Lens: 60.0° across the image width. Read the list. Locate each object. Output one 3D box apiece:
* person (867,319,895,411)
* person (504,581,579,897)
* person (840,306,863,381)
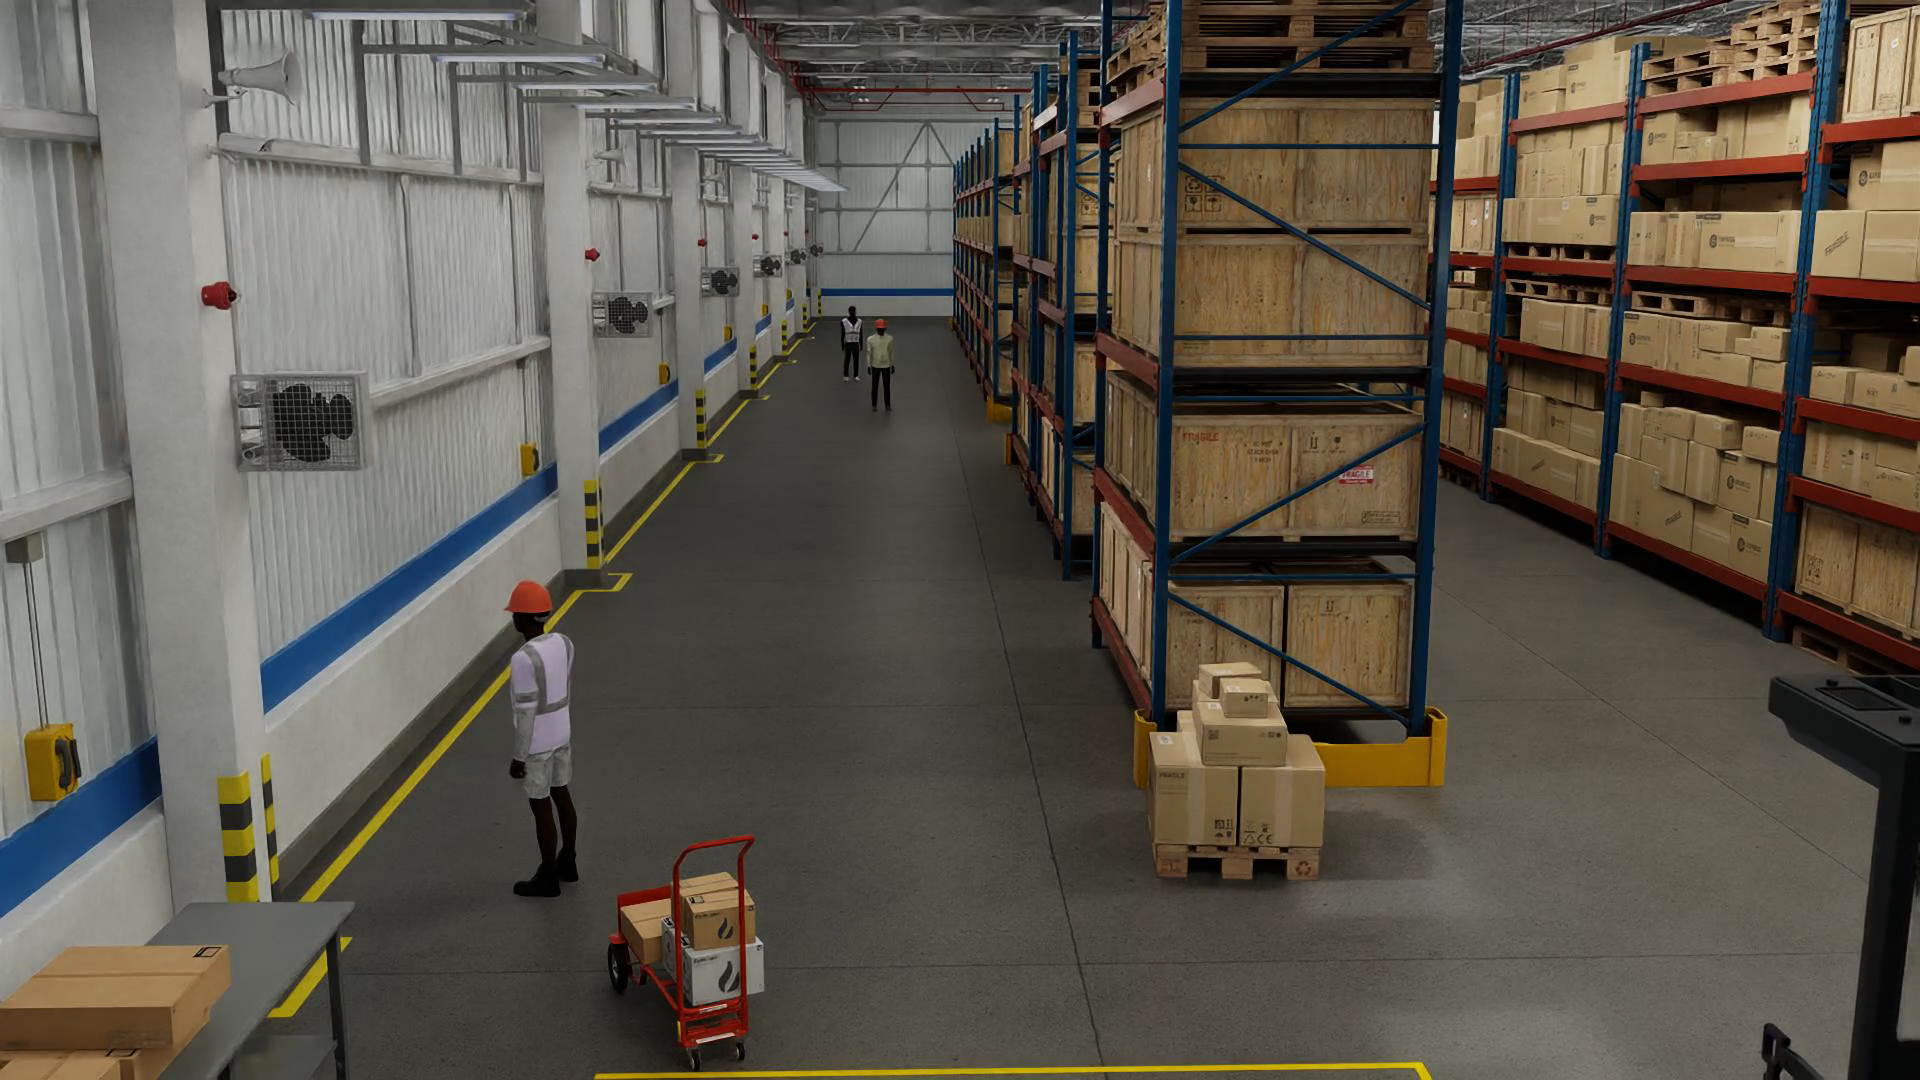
[{"bbox_3d":[-1.692,-3.750,35.702,0.618,1.986,0.407,-3,11,-15],"label":"person"},{"bbox_3d":[-2.550,1.199,10.069,0.364,1.939,0.542,4,11,18],"label":"person"},{"bbox_3d":[-2.775,-5.022,42.514,0.586,1.912,0.395,-6,12,-28],"label":"person"}]
